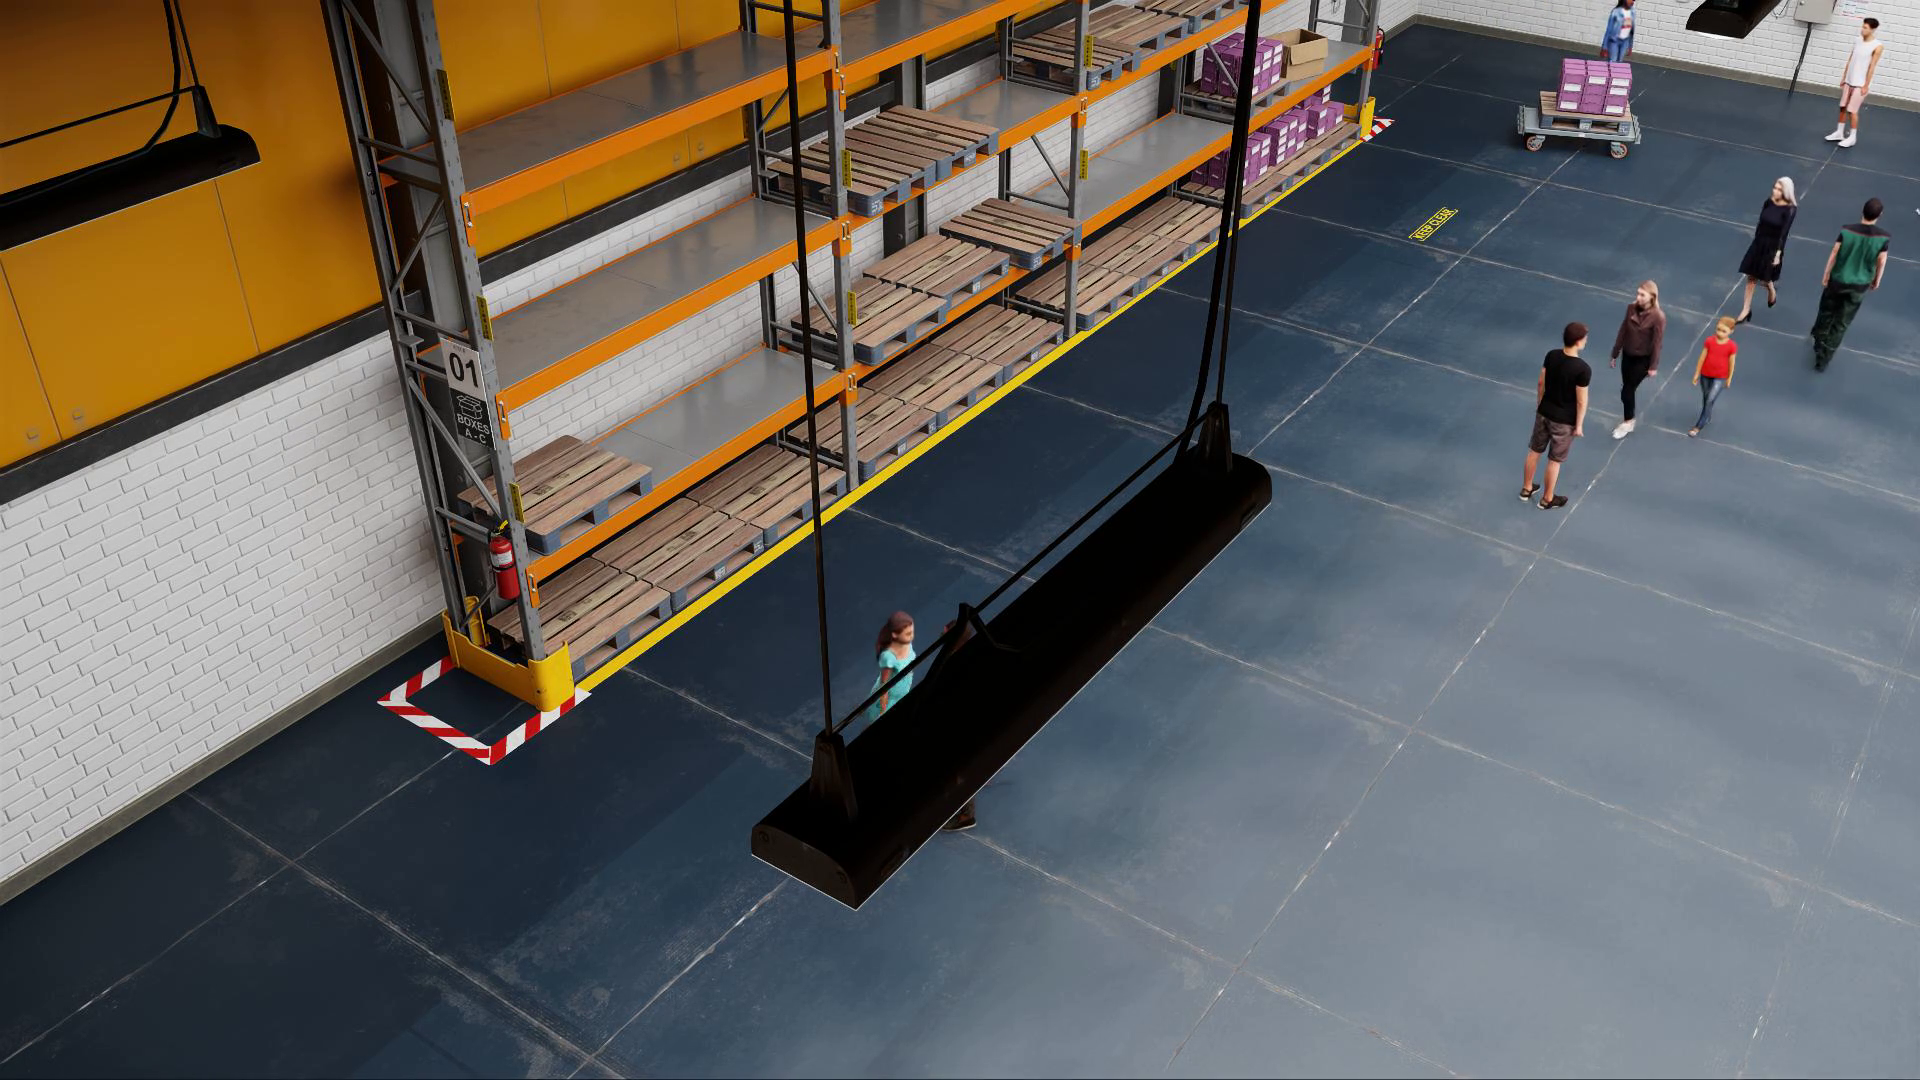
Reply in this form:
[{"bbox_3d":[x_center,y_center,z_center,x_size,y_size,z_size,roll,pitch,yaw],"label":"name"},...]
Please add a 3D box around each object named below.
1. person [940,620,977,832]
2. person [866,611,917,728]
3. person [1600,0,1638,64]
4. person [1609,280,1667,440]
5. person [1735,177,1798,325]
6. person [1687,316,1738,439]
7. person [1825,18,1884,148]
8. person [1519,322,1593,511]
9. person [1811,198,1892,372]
[{"bbox_3d":[-0.007,1.291,11.795,0.815,1.800,0.726,-1,34,-2],"label":"person"},{"bbox_3d":[-0.553,1.136,12.277,0.700,1.525,0.882,17,37,24],"label":"person"},{"bbox_3d":[9.807,-7.417,24.983,0.770,1.704,0.838,-10,35,-15],"label":"person"},{"bbox_3d":[6.802,-1.816,16.574,0.731,1.684,0.716,-16,37,-23],"label":"person"},{"bbox_3d":[9.112,-3.243,18.679,0.968,1.732,0.844,-15,37,-22],"label":"person"},{"bbox_3d":[7.609,-1.676,16.729,0.562,1.279,0.898,27,42,35],"label":"person"},{"bbox_3d":[12.705,-6.475,23.501,0.794,1.776,0.748,-10,35,-14],"label":"person"},{"bbox_3d":[5.533,-1.165,15.436,0.705,1.861,0.749,-21,39,-29],"label":"person"},{"bbox_3d":[9.452,-2.691,17.725,0.743,1.867,1.031,18,38,25],"label":"person"}]
